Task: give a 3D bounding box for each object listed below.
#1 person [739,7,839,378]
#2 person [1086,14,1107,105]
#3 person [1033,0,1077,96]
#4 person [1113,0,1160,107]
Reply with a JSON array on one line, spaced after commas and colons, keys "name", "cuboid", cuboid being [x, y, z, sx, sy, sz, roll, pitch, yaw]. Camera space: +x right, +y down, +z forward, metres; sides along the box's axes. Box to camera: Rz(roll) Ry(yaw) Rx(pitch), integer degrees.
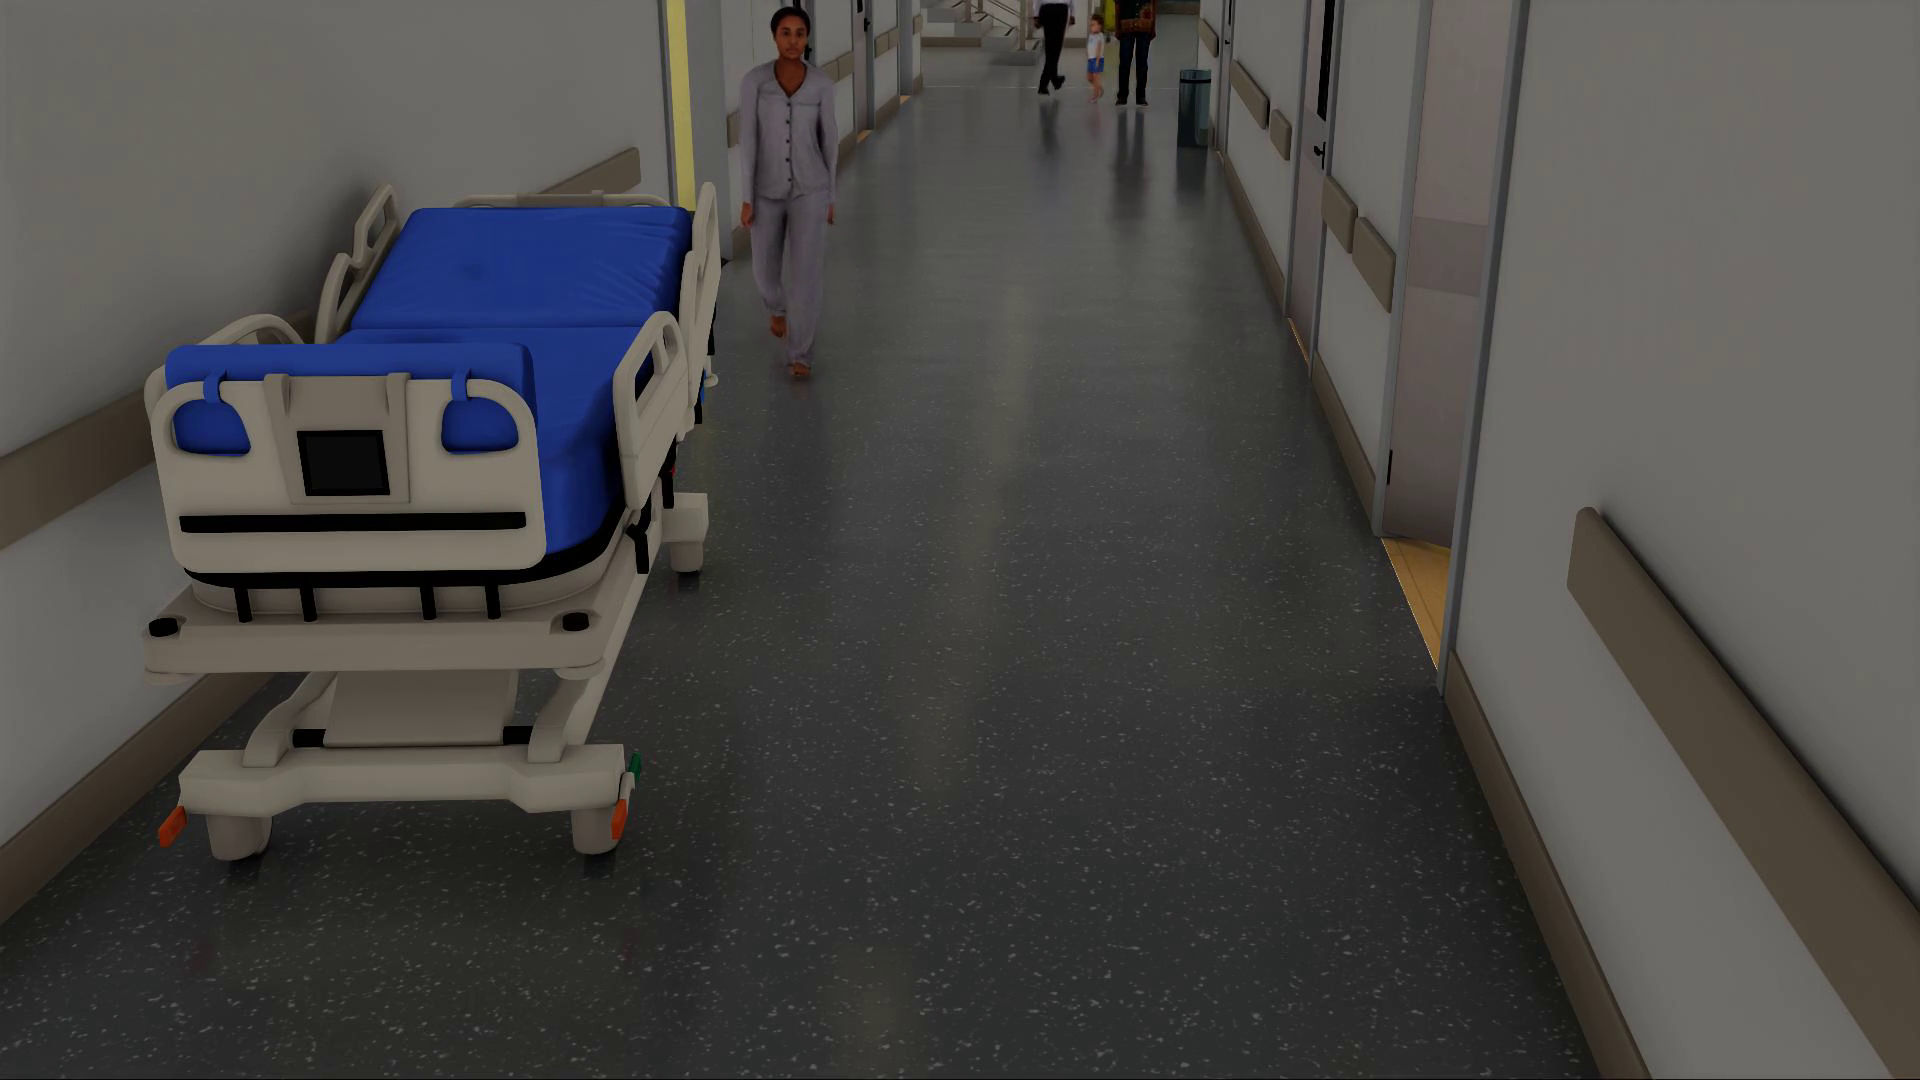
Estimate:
[{"name": "person", "cuboid": [-0.846, -1.700, 8.134, 1.006, 1.710, 0.791, -1, 21, -4]}, {"name": "person", "cuboid": [1.637, -5.653, 19.555, 0.609, 1.012, 0.542, -11, 23, -26]}, {"name": "person", "cuboid": [1.112, -6.204, 19.932, 1.289, 1.776, 0.968, 7, 22, 18]}, {"name": "person", "cuboid": [2.012, -5.909, 19.051, 0.610, 1.808, 0.768, 0, 21, 0]}]
